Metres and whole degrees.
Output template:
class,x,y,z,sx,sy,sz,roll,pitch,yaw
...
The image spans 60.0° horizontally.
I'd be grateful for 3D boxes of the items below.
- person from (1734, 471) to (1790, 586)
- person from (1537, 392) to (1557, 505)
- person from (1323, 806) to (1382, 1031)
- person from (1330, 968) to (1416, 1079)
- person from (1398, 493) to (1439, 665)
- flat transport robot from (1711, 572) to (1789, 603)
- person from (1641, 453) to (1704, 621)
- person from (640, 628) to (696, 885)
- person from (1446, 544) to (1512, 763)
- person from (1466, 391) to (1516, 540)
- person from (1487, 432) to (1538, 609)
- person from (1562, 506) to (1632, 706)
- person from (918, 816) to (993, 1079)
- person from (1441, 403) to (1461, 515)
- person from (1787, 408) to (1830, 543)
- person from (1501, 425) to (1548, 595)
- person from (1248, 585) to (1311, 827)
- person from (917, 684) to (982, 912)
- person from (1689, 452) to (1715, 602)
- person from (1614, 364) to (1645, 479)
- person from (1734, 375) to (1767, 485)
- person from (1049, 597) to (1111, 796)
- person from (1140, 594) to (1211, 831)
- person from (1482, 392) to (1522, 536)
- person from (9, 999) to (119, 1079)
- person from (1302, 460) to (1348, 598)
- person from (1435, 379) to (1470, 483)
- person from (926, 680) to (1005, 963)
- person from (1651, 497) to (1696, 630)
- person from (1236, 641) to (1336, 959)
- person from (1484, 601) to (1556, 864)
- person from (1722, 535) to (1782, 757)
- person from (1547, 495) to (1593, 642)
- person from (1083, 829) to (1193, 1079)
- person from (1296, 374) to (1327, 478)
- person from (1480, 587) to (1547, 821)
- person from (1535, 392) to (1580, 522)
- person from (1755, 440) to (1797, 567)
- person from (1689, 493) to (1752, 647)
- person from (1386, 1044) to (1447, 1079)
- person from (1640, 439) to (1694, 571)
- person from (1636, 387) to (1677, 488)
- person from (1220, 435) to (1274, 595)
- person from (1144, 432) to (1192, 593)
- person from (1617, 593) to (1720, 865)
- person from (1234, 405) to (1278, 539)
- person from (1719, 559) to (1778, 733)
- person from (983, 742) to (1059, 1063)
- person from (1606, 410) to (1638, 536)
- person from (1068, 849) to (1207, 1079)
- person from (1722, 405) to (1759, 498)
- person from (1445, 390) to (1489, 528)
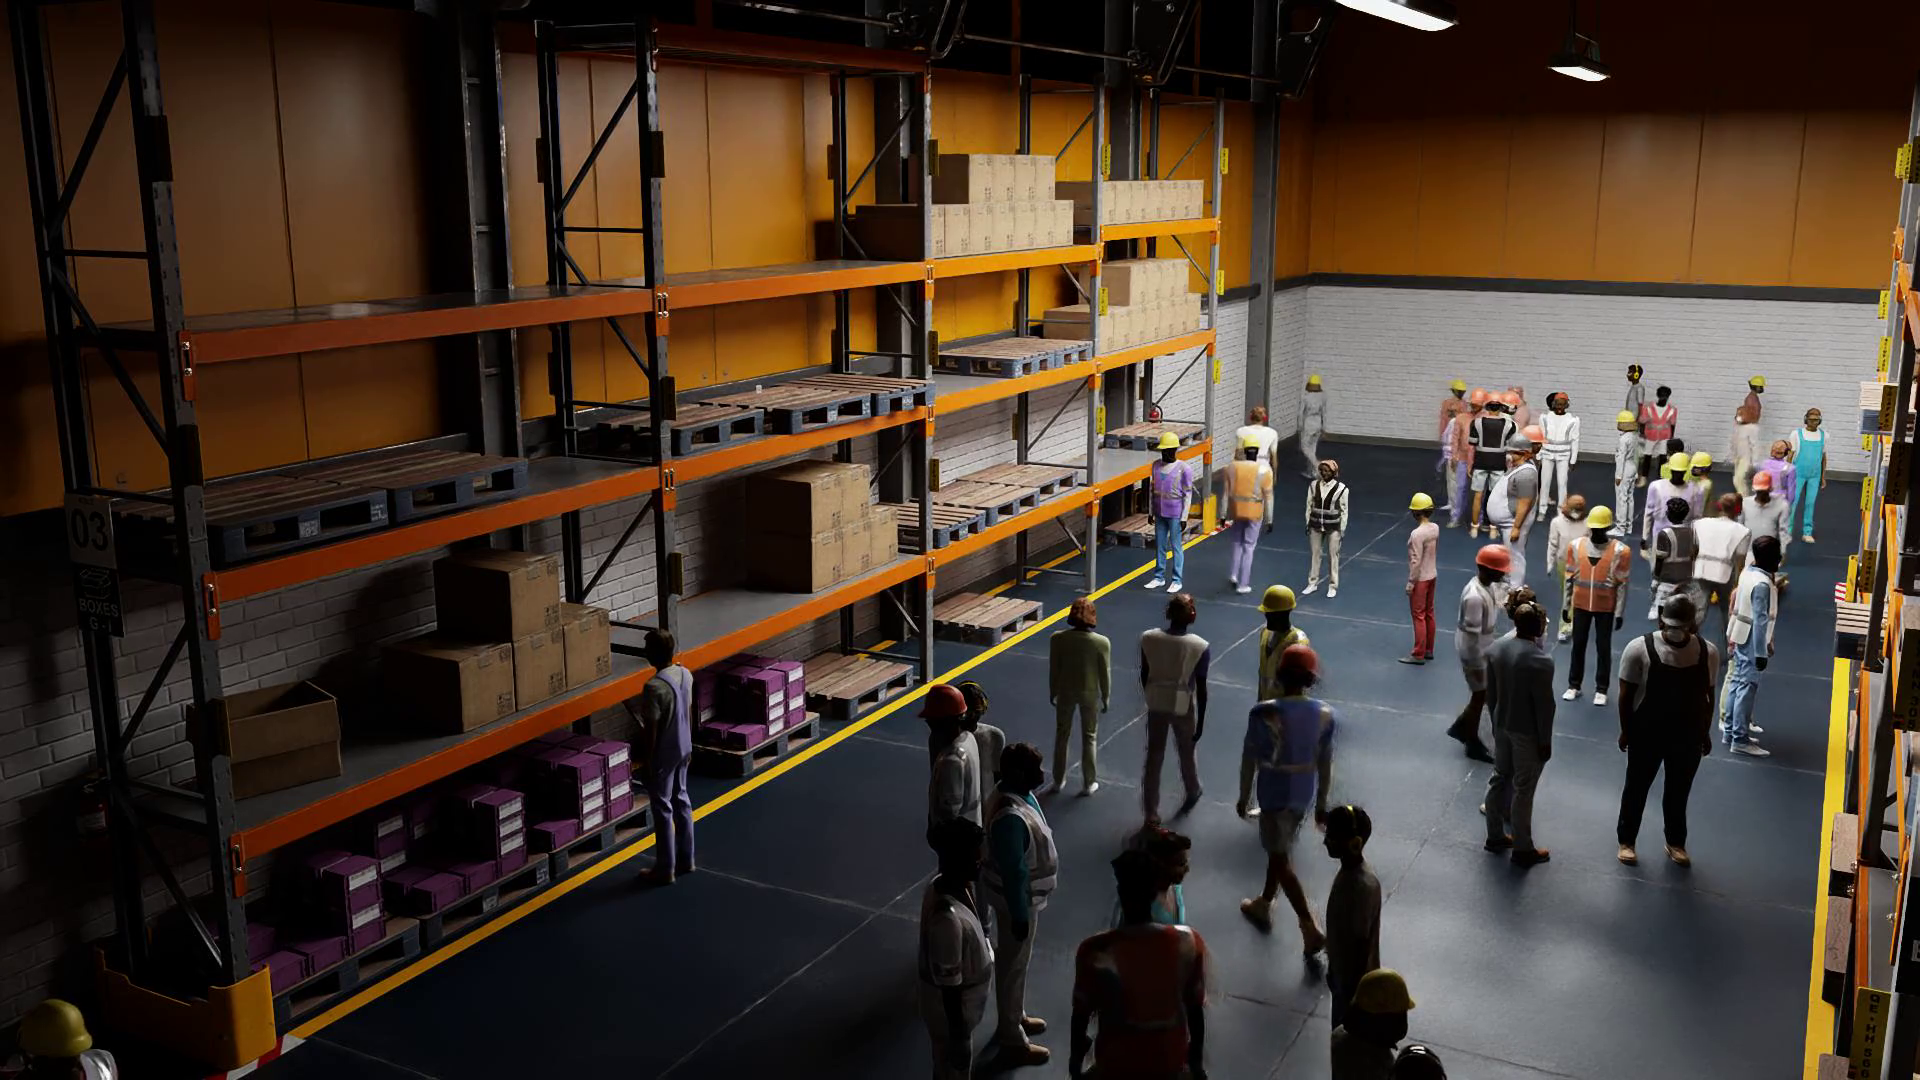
class,x,y,z,sx,sy,sz,roll,pitch,yaw
person,8.896,0.064,18.511,0.574,1.733,0.541,7,14,28
person,8.874,-1.386,25.082,0.322,1.699,0.536,2,13,9
person,1.973,2.237,8.502,0.327,1.863,0.511,1,13,2
person,1.725,2.626,7.053,0.341,1.736,0.486,-4,13,-17
person,4.688,0.393,16.974,0.322,1.765,0.533,10,16,38
flat transport robot,9.300,0.540,19.687,0.652,0.197,1.431,10,16,37
person,7.936,-0.030,18.538,0.612,1.901,0.728,5,14,22
person,-2.074,1.521,11.770,0.349,1.836,0.517,6,14,24
person,4.407,0.944,14.175,0.596,1.918,0.620,8,15,32
person,7.228,-1.016,22.689,0.611,2.032,0.411,4,13,15
person,6.339,-0.232,19.149,0.538,2.000,0.684,2,13,10
person,5.975,0.611,15.660,0.589,1.917,0.403,9,15,34
person,-0.022,2.276,8.087,0.367,1.966,0.606,-1,13,-3
person,7.248,-1.196,24.449,0.320,1.611,0.678,2,13,11
person,11.413,-0.867,22.432,0.518,1.844,0.332,2,13,8
person,6.682,-0.348,19.662,0.393,2.041,0.614,2,13,7
person,2.434,1.272,12.705,0.407,1.918,0.583,-5,14,-22
person,-0.065,1.813,10.252,0.387,1.929,0.544,2,13,10
person,8.622,-0.156,19.445,0.341,1.760,0.525,7,14,29
person,10.959,-1.928,27.130,0.312,1.869,0.538,2,13,8
person,12.685,-1.766,26.665,0.342,1.758,0.526,9,15,34
person,0.962,1.260,13.411,0.508,1.625,0.278,3,13,13
person,1.660,1.295,12.875,0.574,1.792,0.966,5,14,21
person,7.507,-1.053,22.956,0.410,1.987,0.625,-3,13,-14
person,-3.549,2.671,6.643,0.403,1.824,0.593,6,14,25
person,4.319,-0.141,19.642,0.513,1.641,0.309,8,15,33
person,7.806,-1.688,26.300,0.542,1.750,0.482,-4,13,-18
person,0.039,1.783,10.545,0.510,1.860,0.333,-1,13,-3
person,7.349,0.398,17.122,0.530,1.688,0.324,-6,14,-27
person,2.160,1.669,10.740,0.616,2.002,0.966,-5,13,-20
person,4.086,1.388,12.126,0.373,1.940,0.628,-6,14,-24
person,6.843,0.896,14.377,0.391,1.917,0.587,3,13,12
person,6.594,0.279,17.902,0.515,1.577,0.853,8,15,31
person,0.932,2.292,8.425,0.966,1.796,0.574,5,14,22
person,5.730,-1.836,27.045,0.498,1.718,0.540,-5,13,-20
person,4.306,1.261,12.901,0.517,1.844,0.332,-11,17,-40
person,8.516,-1.176,23.748,0.575,1.880,0.359,7,14,29
person,10.322,-0.461,21.102,0.311,1.633,0.519,-8,15,-33
person,7.712,0.404,16.865,0.582,1.792,0.980,12,18,44
person,1.674,2.760,6.222,0.505,1.838,0.349,2,13,9
person,9.062,-0.459,21.075,0.556,1.629,0.851,-5,14,-21
person,10.938,-1.600,26.134,0.552,1.665,0.597,4,13,17
person,3.419,-0.298,19.762,0.637,1.890,0.508,7,14,28
person,2.485,-0.332,19.855,0.588,1.927,0.370,11,17,42
person,5.113,1.366,11.991,0.688,2.000,0.536,1,13,5
person,4.041,-0.928,22.722,0.602,1.829,0.500,3,13,12
person,7.046,0.939,14.830,0.508,1.629,0.276,-4,13,-18
person,0.343,2.031,9.465,0.429,1.844,0.627,0,13,1
person,9.138,-0.922,22.933,0.321,1.737,0.483,11,17,40
person,0.805,2.352,7.787,0.625,1.943,0.668,-2,13,-8
person,11.378,-1.156,24.252,0.486,1.617,0.516,-2,13,-7
person,7.192,-1.134,23.359,0.626,1.978,0.549,7,14,29
